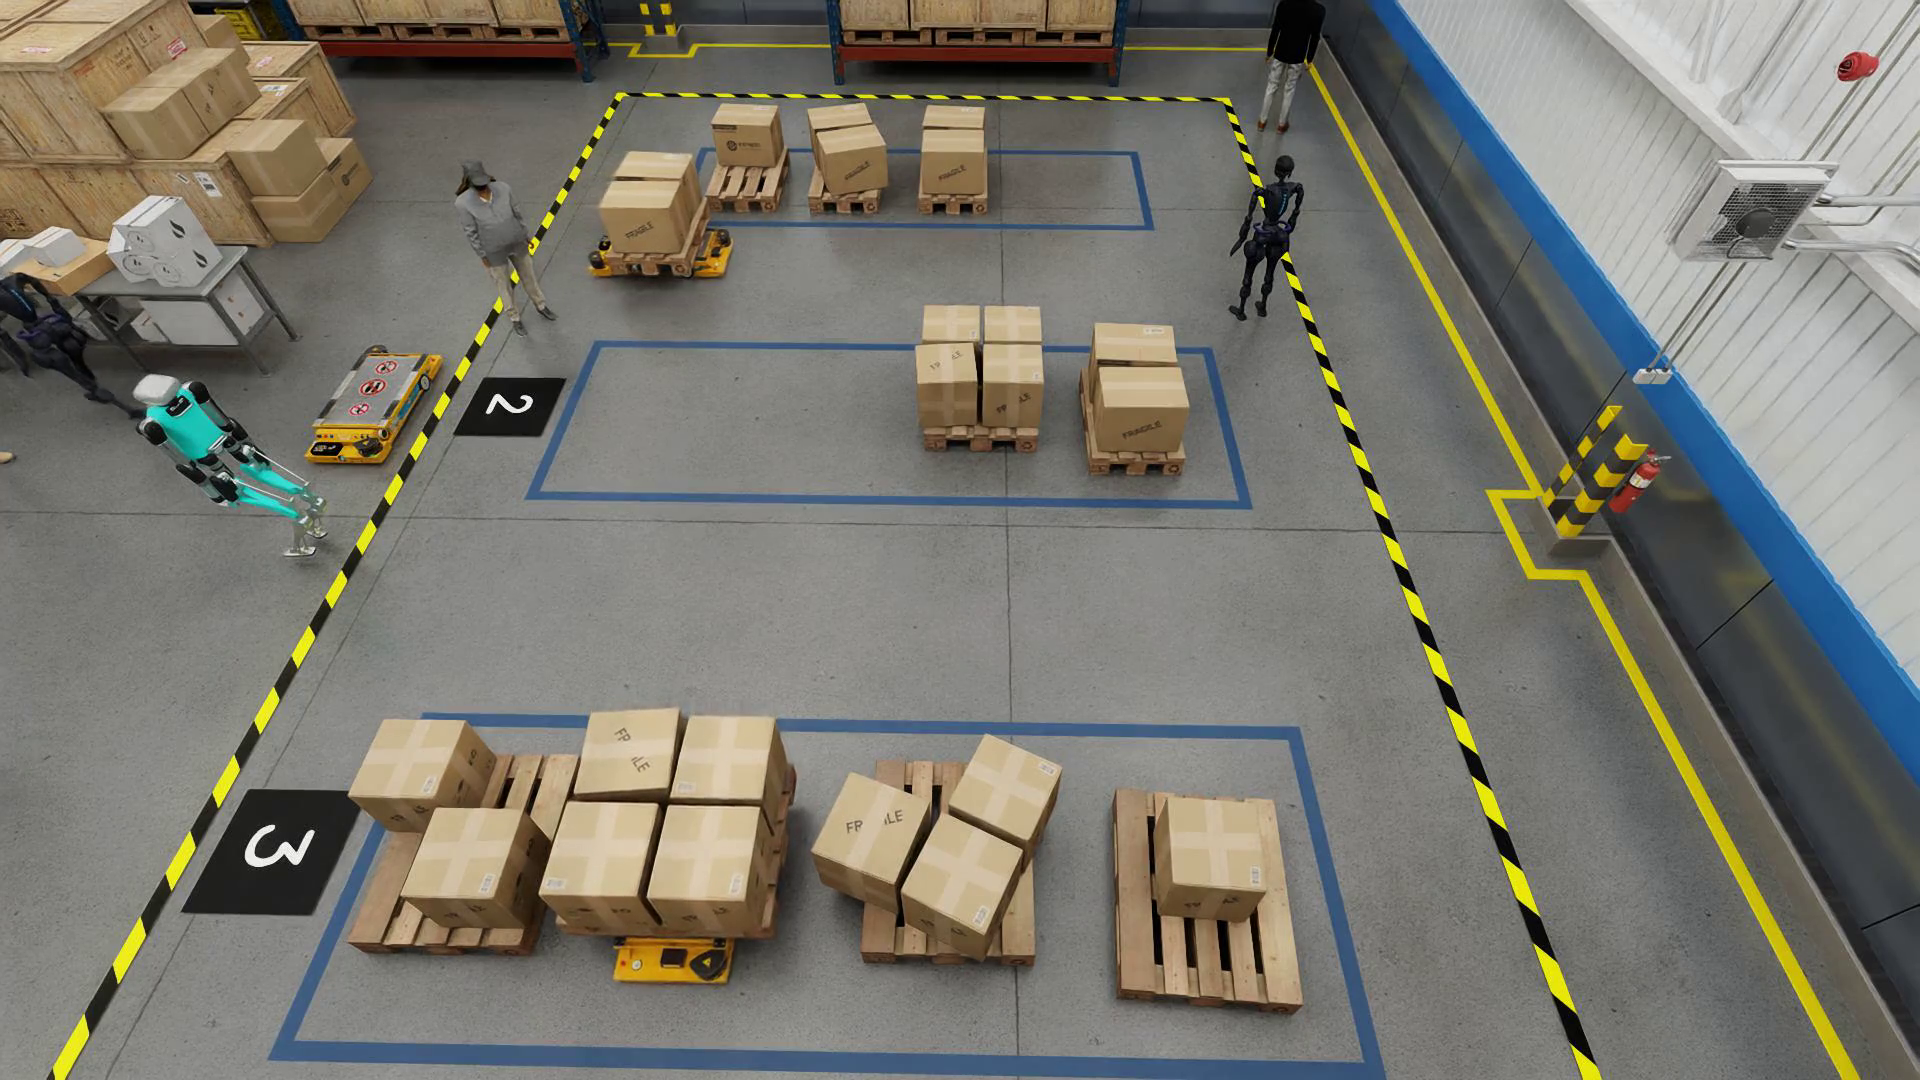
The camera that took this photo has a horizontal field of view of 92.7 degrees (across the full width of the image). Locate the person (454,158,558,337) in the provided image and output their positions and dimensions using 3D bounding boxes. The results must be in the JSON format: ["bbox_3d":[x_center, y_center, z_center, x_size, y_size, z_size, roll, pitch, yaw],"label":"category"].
[{"bbox_3d":[-4.360,-2.809,8.764,0.406,1.762,0.564,37,59,27],"label":"person"}]

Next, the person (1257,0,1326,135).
[{"bbox_3d":[4.117,-6.048,11.426,0.591,1.883,0.369,19,52,15],"label":"person"}]

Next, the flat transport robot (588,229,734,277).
[{"bbox_3d":[-3.259,-3.154,10.017,1.431,0.197,0.652,1,50,1],"label":"flat transport robot"}]

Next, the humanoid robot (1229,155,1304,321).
[{"bbox_3d":[2.965,-2.917,8.904,0.599,1.655,0.315,-8,50,-7],"label":"humanoid robot"}]

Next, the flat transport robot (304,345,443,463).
[{"bbox_3d":[-5.383,-1.269,8.441,0.659,0.231,1.431,1,50,1],"label":"flat transport robot"}]

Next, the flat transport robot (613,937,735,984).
[{"bbox_3d":[-1.658,1.960,5.690,0.652,0.197,1.431,1,50,1],"label":"flat transport robot"}]

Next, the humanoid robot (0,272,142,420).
[{"bbox_3d":[-7.886,-1.717,7.941,0.785,1.643,0.601,11,51,10],"label":"humanoid robot"}]

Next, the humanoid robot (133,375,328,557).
[{"bbox_3d":[-5.178,-0.490,6.729,0.735,1.681,0.533,8,50,7],"label":"humanoid robot"}]

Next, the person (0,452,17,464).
[{"bbox_3d":[-8.525,-1.266,7.276,0.378,2.045,0.604,3,50,2],"label":"person"}]
